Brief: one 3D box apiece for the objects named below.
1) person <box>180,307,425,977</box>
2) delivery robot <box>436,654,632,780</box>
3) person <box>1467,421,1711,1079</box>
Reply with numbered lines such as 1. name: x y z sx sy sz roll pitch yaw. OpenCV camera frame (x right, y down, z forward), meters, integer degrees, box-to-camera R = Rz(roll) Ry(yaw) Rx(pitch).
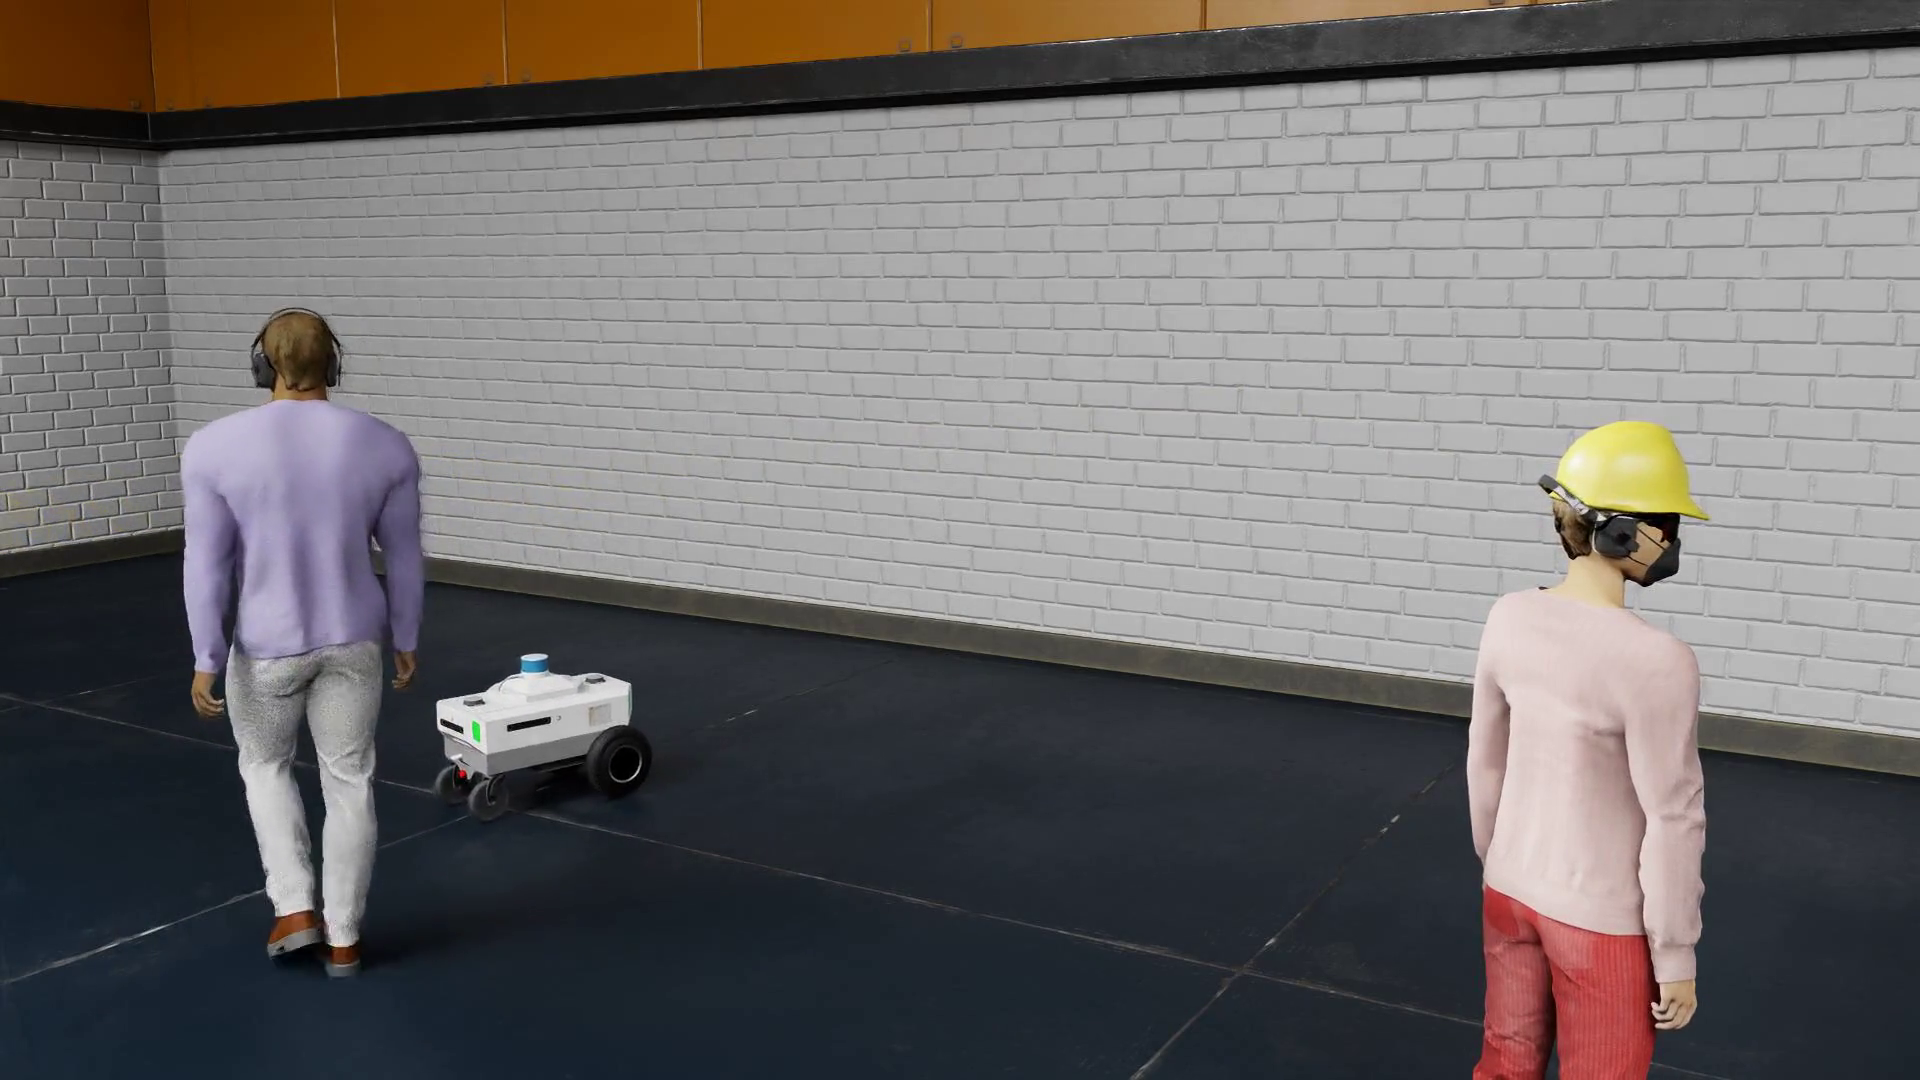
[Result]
1. person: -1.875 0.300 4.807 0.658 1.923 0.476 -5 10 -29
2. delivery robot: -1.628 0.682 6.387 0.707 0.478 0.477 -8 12 -43
3. person: 1.140 0.666 3.028 0.316 1.765 0.534 -3 10 -20
